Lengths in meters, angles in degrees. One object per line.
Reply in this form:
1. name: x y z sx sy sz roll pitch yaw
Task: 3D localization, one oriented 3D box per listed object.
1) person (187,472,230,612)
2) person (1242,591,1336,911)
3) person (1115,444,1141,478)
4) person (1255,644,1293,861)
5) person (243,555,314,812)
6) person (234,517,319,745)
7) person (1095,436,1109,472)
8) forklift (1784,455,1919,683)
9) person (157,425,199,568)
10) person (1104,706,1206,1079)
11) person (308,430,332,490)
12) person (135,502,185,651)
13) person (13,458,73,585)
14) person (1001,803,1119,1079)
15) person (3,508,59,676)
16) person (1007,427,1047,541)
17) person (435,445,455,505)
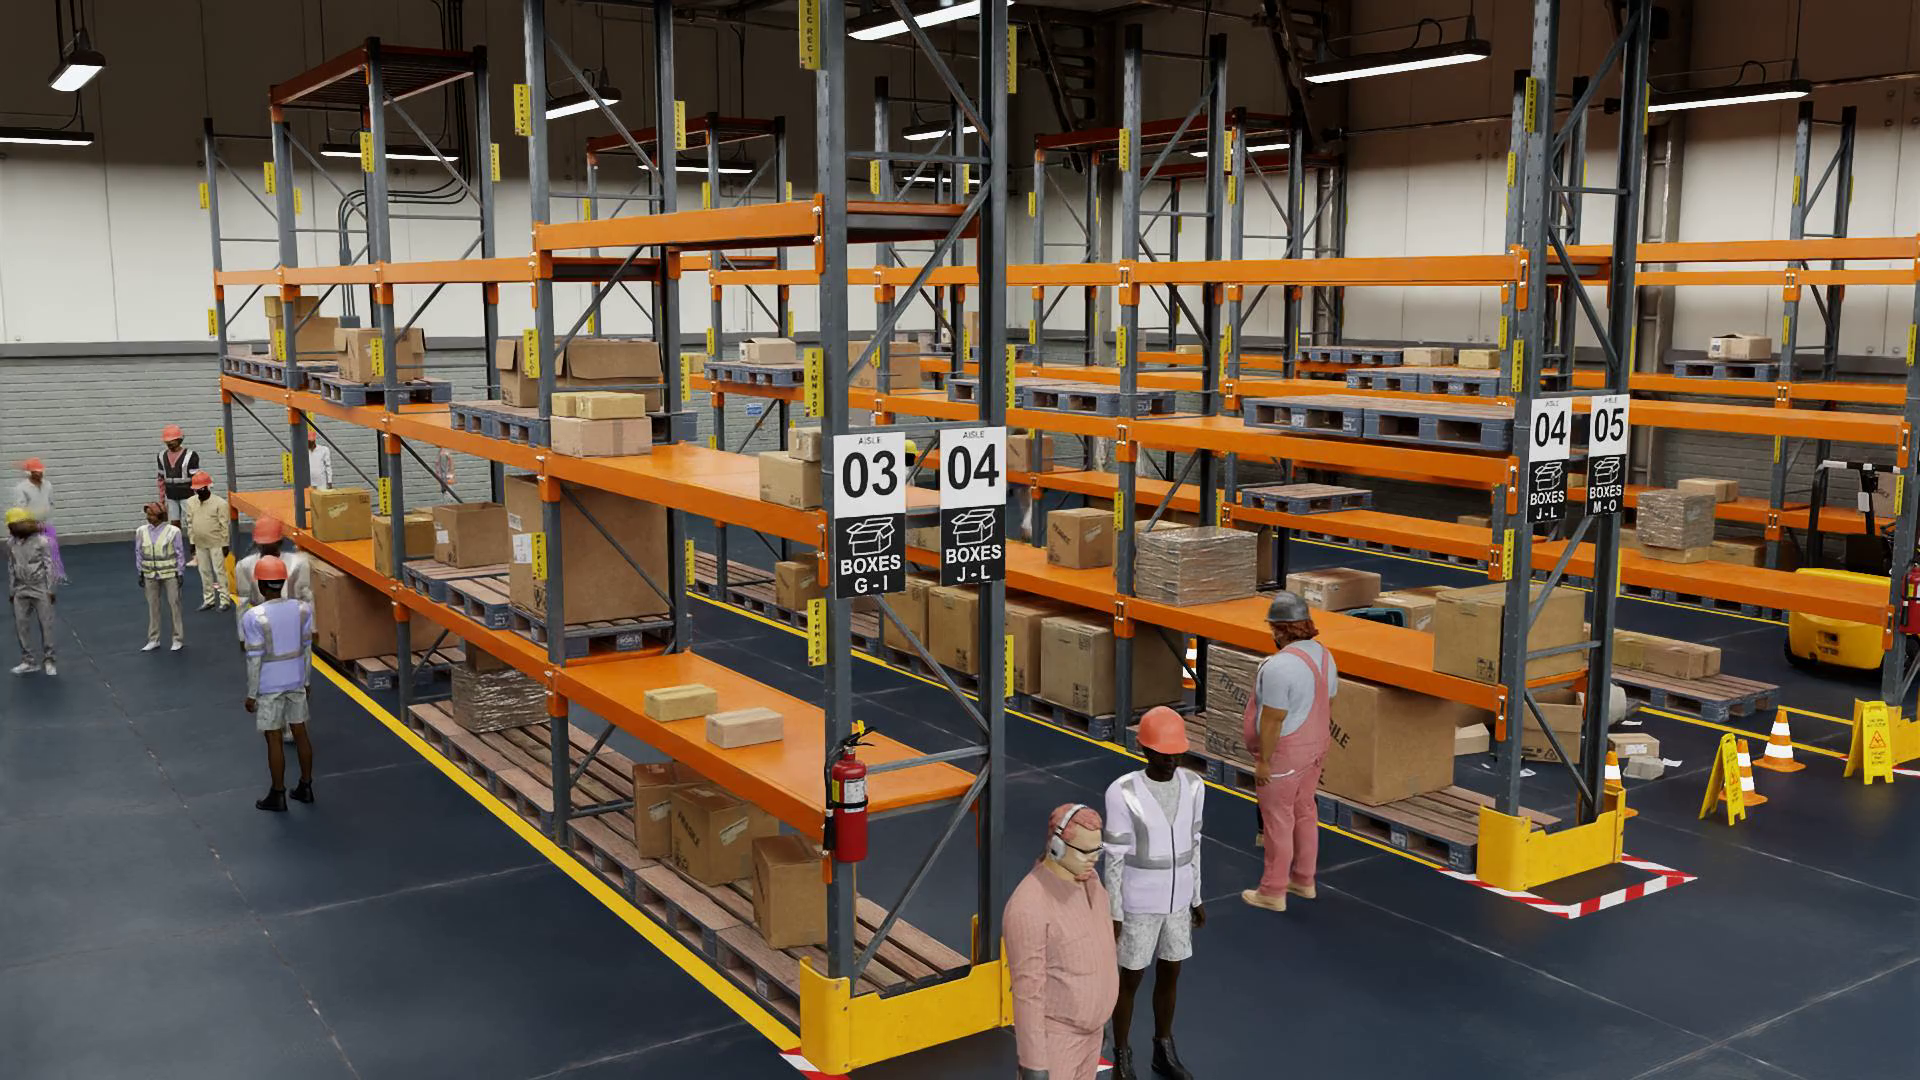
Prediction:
1. person: -9.145 0.027 20.212 0.560 1.735 0.381 2 9 15
2. person: 2.068 1.316 10.602 0.535 2.000 0.686 8 12 42
3. person: 2.802 -1.106 27.591 0.410 1.792 0.740 -3 9 -17
4. person: 2.219 1.366 11.442 0.319 1.688 0.539 -3 9 -19
5. person: -5.145 1.076 12.542 0.358 1.938 0.542 6 10 33
6. person: -5.945 0.779 14.437 0.637 1.987 0.875 -1 9 -9
7. person: 2.622 -1.471 30.495 0.278 1.636 0.501 0 9 2
8. forklift: 9.643 0.253 17.172 2.313 2.155 1.214 -6 10 -33
9. person: -11.035 -0.609 23.478 0.612 2.029 0.410 1 9 6
10. person: 0.966 1.747 8.075 0.551 1.934 0.373 -4 9 -25
11. person: -10.343 -0.936 26.605 0.574 1.738 0.352 -3 9 -21
12. person: -8.674 0.396 18.067 0.515 1.636 0.315 0 9 1
13. person: -12.295 -0.246 22.126 0.910 1.707 0.585 4 9 24
14. person: 0.434 1.978 6.661 0.407 1.901 0.639 5 10 29
15. person: -9.445 0.528 16.936 0.553 1.717 0.310 1 9 7
16. person: 1.009 -0.866 25.932 0.648 1.802 0.773 3 9 20
17. person: -8.255 -0.892 26.675 0.318 1.631 0.514 -2 9 -16
